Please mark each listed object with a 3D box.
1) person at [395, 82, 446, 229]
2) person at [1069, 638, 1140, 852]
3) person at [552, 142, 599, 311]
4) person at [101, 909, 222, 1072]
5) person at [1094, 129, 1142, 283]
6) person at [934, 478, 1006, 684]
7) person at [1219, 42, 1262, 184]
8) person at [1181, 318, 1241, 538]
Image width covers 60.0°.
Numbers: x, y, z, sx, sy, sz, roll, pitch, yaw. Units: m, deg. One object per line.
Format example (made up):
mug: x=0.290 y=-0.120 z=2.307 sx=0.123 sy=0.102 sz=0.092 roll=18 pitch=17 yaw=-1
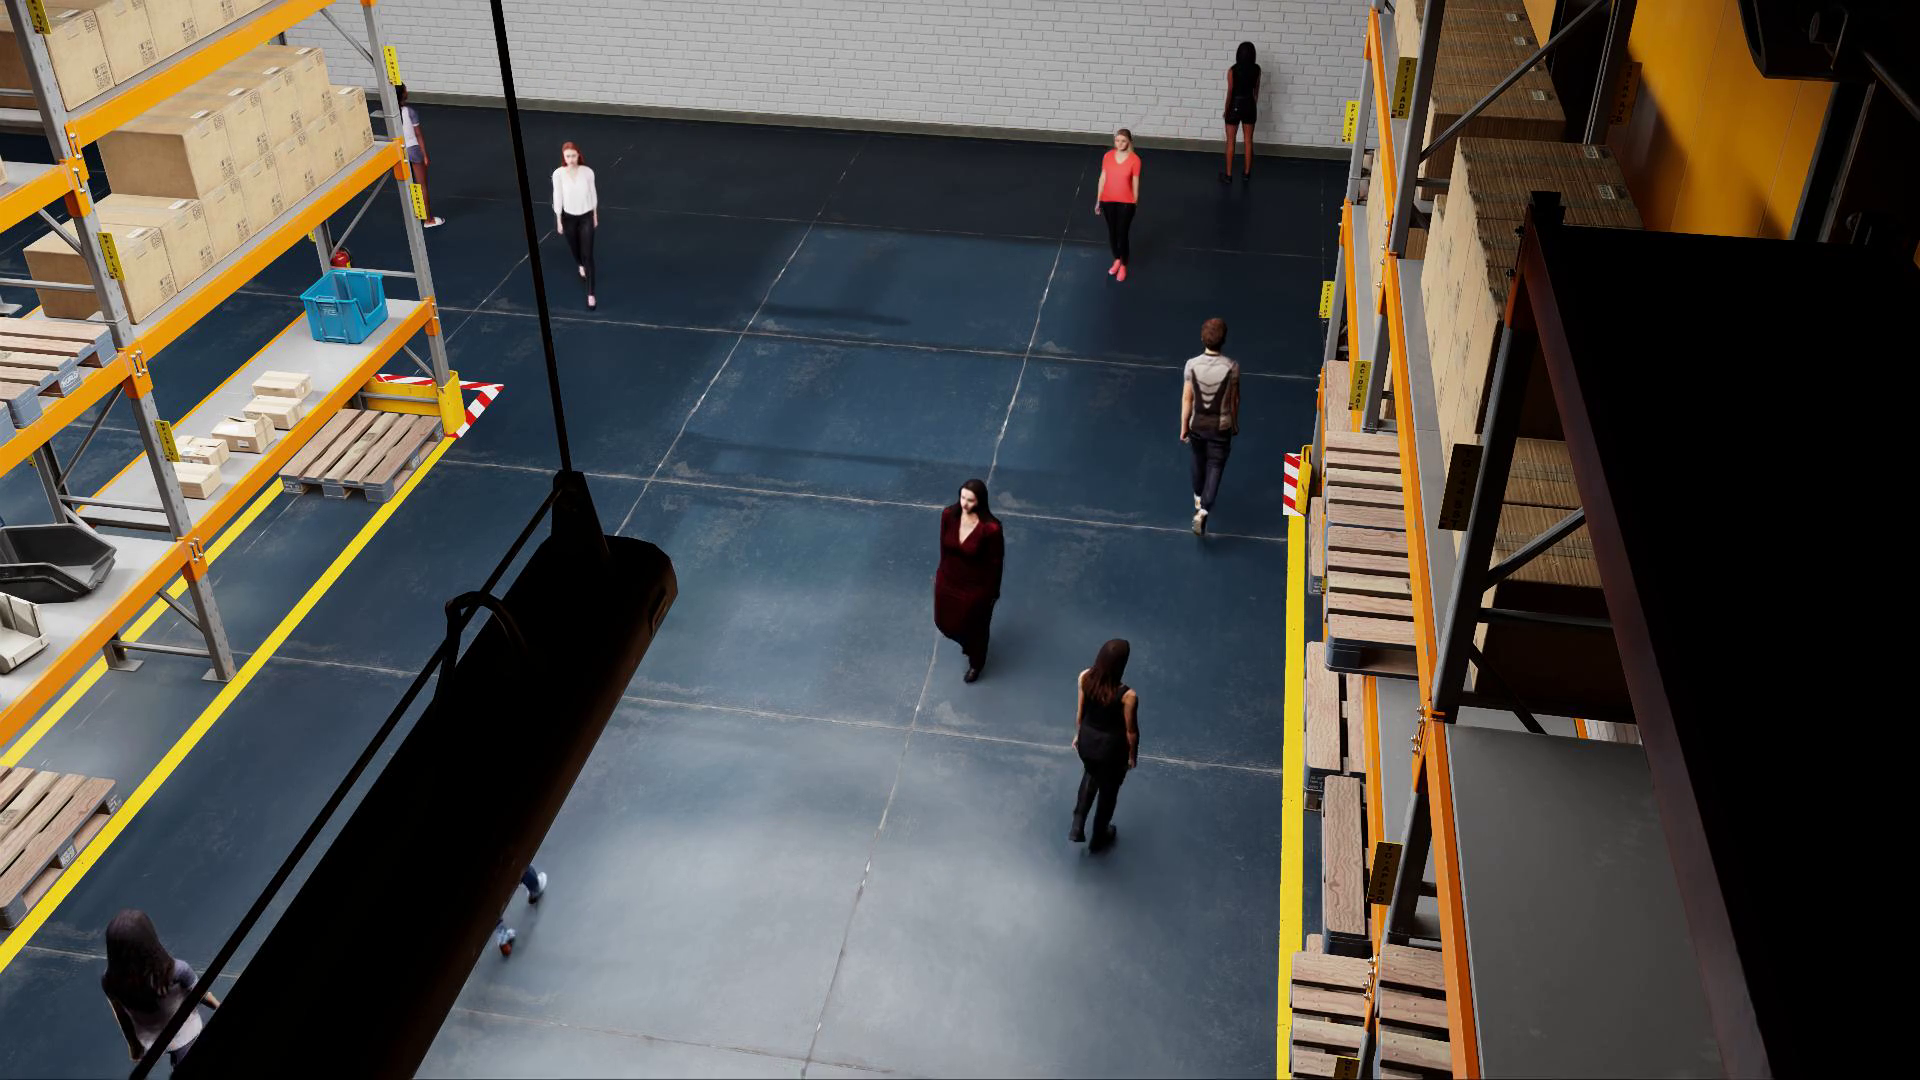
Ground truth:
person: x=-6.413 y=-4.503 z=19.398 sx=0.663 sy=1.721 sz=0.644 roll=14 pitch=36 yaw=20
person: x=0.871 y=1.366 z=10.609 sx=0.744 sy=1.677 sz=0.811 roll=21 pitch=39 yaw=29
person: x=-4.085 y=-3.407 z=17.753 sx=0.918 sy=1.718 sz=1.228 roll=-7 pitch=34 yaw=-11
person: x=-4.139 y=2.664 z=8.675 sx=0.762 sy=1.657 sz=1.180 roll=-1 pitch=34 yaw=-1
person: x=1.778 y=-3.714 z=18.253 sx=0.703 sy=1.675 sz=0.757 roll=18 pitch=38 yaw=25
person: x=0.107 y=0.259 z=12.214 sx=0.788 sy=1.744 sz=0.817 roll=17 pitch=37 yaw=23
person: x=3.474 y=-5.295 z=20.572 sx=0.666 sy=1.741 sz=0.646 roll=-8 pitch=34 yaw=-12
person: x=2.076 y=-0.916 z=13.869 sx=0.743 sy=1.868 sz=1.170 roll=10 pitch=35 yaw=14
